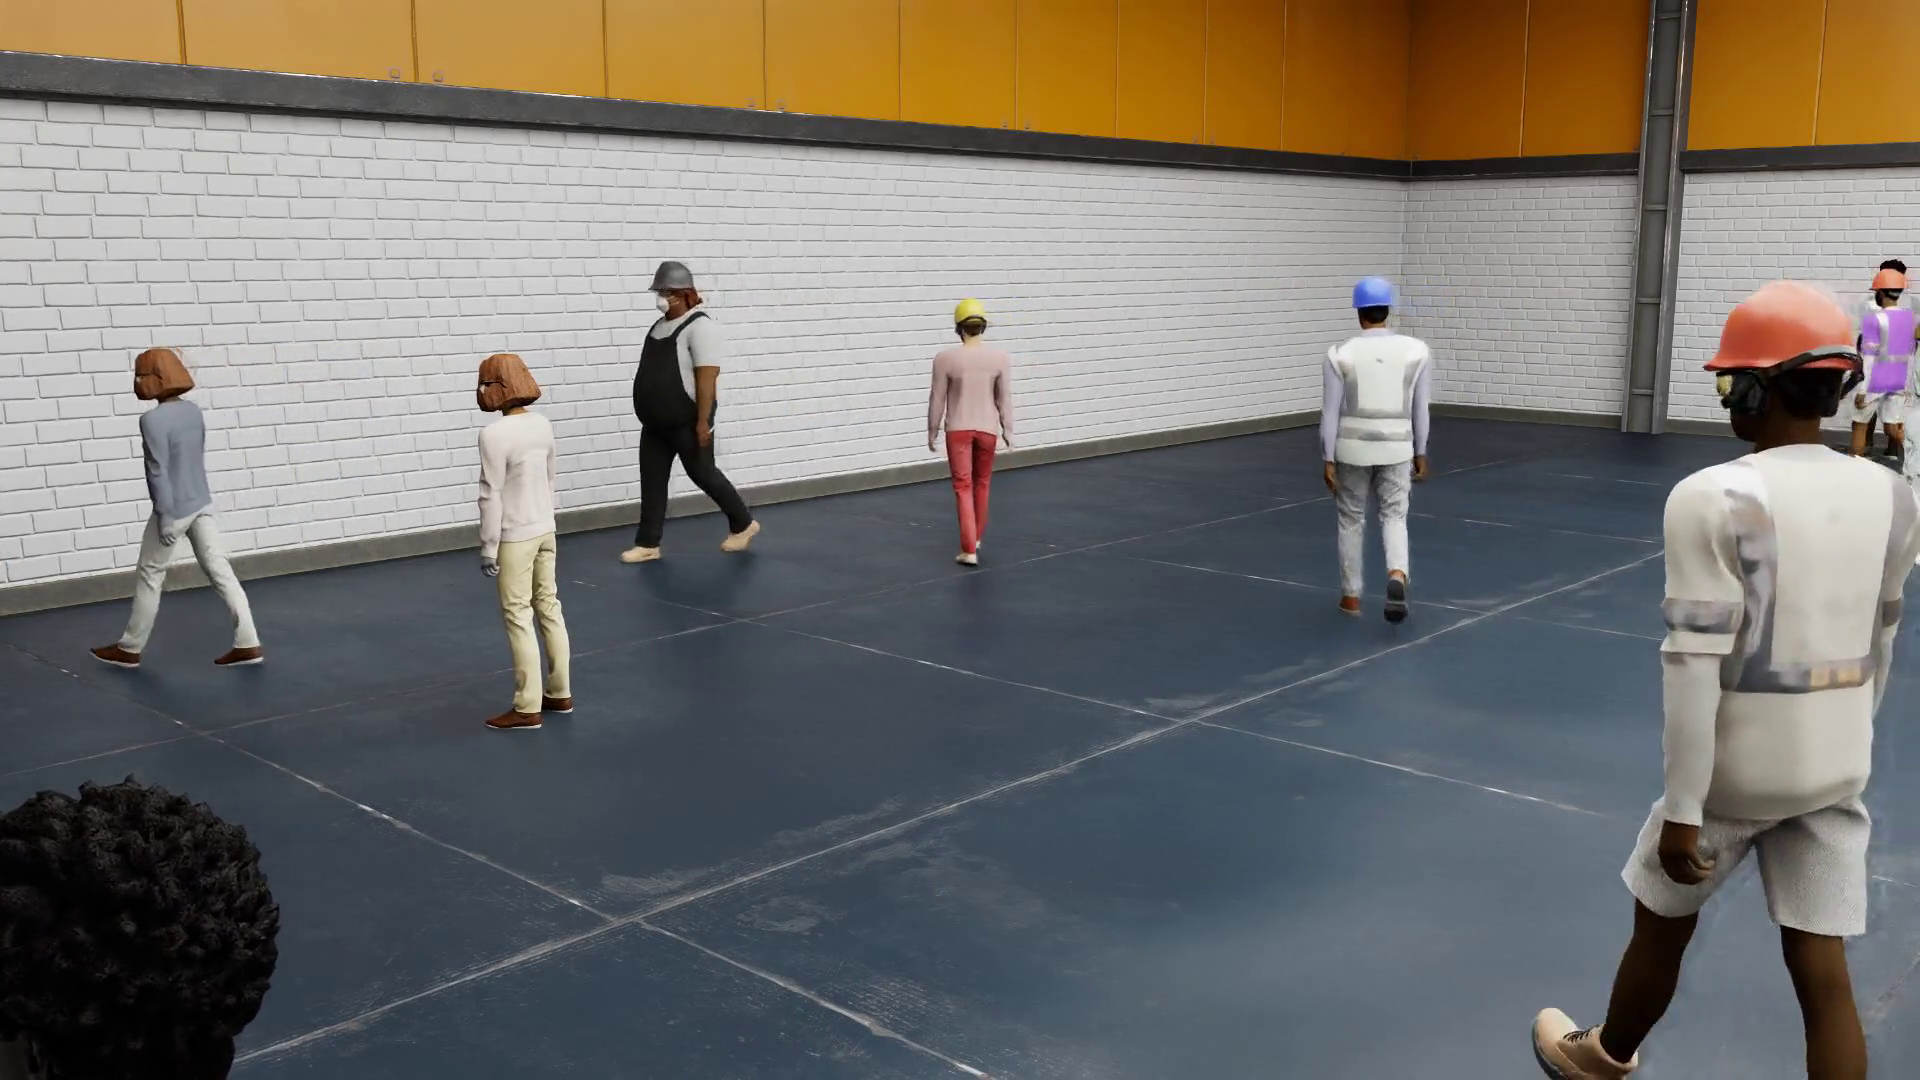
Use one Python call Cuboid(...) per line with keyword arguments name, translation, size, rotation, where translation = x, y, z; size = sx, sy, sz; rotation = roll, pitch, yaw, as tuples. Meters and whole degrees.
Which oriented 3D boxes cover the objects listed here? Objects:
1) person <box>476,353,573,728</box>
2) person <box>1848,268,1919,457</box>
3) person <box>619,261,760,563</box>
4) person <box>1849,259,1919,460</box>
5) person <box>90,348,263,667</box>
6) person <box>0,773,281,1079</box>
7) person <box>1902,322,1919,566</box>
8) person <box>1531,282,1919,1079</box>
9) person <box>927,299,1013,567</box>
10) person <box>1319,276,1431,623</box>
Cuboid(name="person", translation=(-1.919, 0.005, 7.247), size=(0.288, 1.627, 0.497), rotation=(3, 10, 17))
Cuboid(name="person", translation=(7.798, -1.321, 13.981), size=(0.559, 1.912, 0.864), rotation=(-3, 10, -16))
Cuboid(name="person", translation=(-1.812, -0.885, 11.120), size=(0.956, 2.000, 0.686), rotation=(-9, 13, -42))
Cuboid(name="person", translation=(9.052, -1.756, 16.290), size=(0.611, 1.966, 0.362), rotation=(0, 10, 1))
Cuboid(name="person", translation=(-3.875, -0.147, 8.192), size=(0.851, 1.581, 0.520), rotation=(1, 10, 6))
Cuboid(name="person", translation=(-0.594, 1.013, 1.318), size=(0.321, 1.689, 0.529), rotation=(4, 11, 20))
Cuboid(name="person", translation=(6.374, -0.703, 10.929), size=(0.298, 1.745, 0.484), rotation=(4, 11, 23))
Cuboid(name="person", translation=(1.683, 0.453, 3.625), size=(0.630, 1.991, 1.020), rotation=(-2, 10, -13))
Cuboid(name="person", translation=(0.037, -0.725, 11.088), size=(0.547, 1.735, 0.794), rotation=(-3, 10, -16))
Cuboid(name="person", translation=(2.288, -0.485, 9.167), size=(0.618, 1.928, 0.700), rotation=(1, 10, 4))
